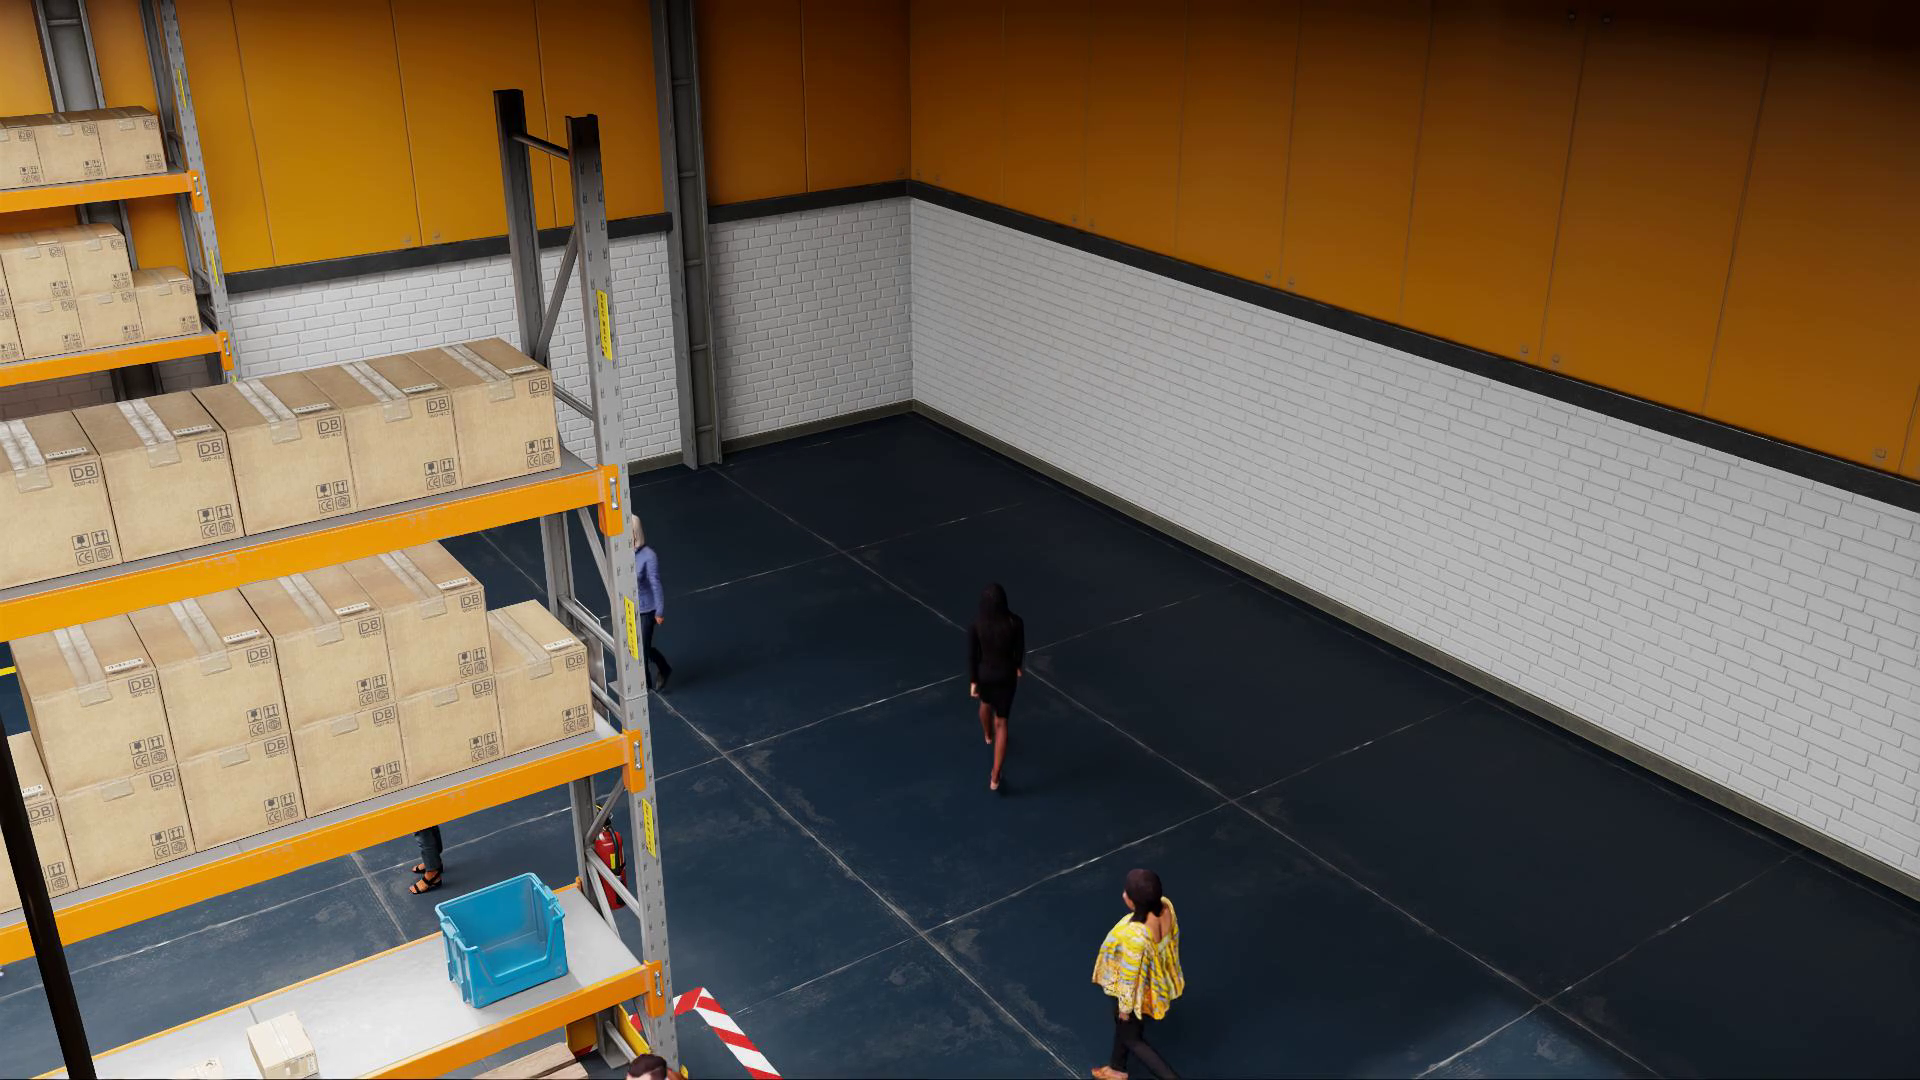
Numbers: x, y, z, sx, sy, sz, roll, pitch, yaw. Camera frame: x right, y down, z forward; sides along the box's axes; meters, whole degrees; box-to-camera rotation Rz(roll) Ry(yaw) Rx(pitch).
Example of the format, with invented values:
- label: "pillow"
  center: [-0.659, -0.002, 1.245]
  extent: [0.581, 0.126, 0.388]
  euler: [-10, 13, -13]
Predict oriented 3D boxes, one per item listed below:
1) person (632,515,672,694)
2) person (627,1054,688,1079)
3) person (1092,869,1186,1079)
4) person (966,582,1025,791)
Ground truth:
- label: "person"
  center: [-2.776, 0.547, 14.695]
  extent: [0.745, 1.735, 0.752]
  euler: [16, 28, 33]
- label: "person"
  center: [-1.437, 3.277, 8.344]
  extent: [0.824, 1.821, 0.833]
  euler: [13, 27, 27]
- label: "person"
  center: [1.128, 2.697, 9.902]
  extent: [1.015, 1.634, 1.037]
  euler: [12, 26, 26]
- label: "person"
  center: [0.298, 1.186, 13.328]
  extent: [1.198, 1.660, 1.162]
  euler: [1, 24, 2]
